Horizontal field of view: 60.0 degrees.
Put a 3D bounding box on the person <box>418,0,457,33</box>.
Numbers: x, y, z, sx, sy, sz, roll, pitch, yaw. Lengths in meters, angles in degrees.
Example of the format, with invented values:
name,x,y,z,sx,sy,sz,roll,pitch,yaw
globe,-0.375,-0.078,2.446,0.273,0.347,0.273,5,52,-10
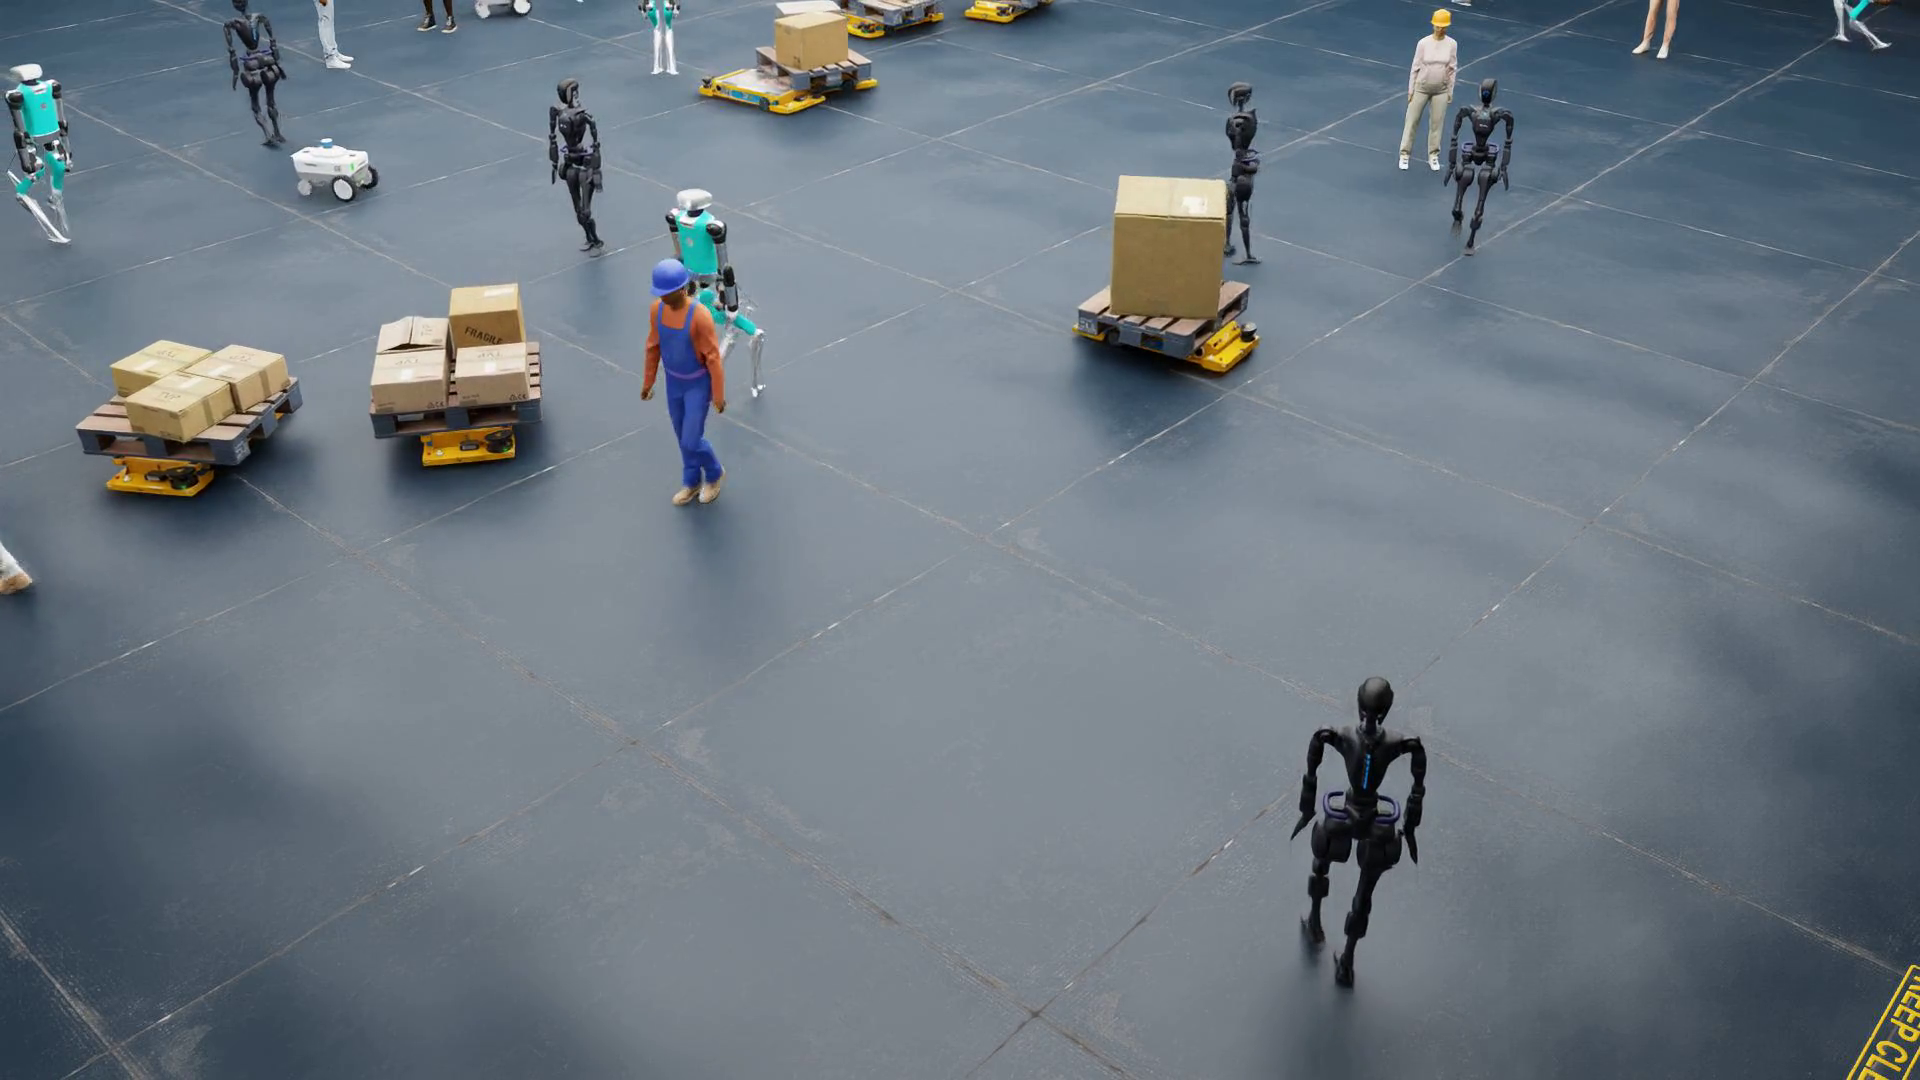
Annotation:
name,x,y,z,sx,sy,sz,roll,pitch,yaw
person,-7.057,-7.702,21.970,0.614,1.953,0.387,8,33,13

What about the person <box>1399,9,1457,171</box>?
name,x,y,z,sx,sy,sz,roll,pitch,yaw
person,4.917,-4.693,17.367,0.462,1.689,0.339,3,32,5

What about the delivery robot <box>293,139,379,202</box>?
name,x,y,z,sx,sy,sz,roll,pitch,yaw
delivery robot,-6.392,-3.793,16.988,0.774,0.592,0.499,7,33,11

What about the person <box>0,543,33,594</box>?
name,x,y,z,sx,sy,sz,roll,pitch,yaw
person,-6.391,-0.362,10.289,0.775,1.818,0.668,5,32,8

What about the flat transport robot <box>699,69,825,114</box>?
name,x,y,z,sx,sy,sz,roll,pitch,yaw
flat transport robot,-2.355,-5.339,19.751,1.431,0.231,0.659,21,38,30

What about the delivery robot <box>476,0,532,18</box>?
name,x,y,z,sx,sy,sz,roll,pitch,yaw
delivery robot,-6.340,-7.555,23.057,0.801,0.604,0.499,-11,33,-17

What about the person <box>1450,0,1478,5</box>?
name,x,y,z,sx,sy,sz,roll,pitch,yaw
person,7.195,-8.384,23.191,0.561,1.798,0.453,-23,38,-32

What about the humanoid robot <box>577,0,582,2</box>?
name,x,y,z,sx,sy,sz,roll,pitch,yaw
humanoid robot,-5.541,-8.644,23.728,0.556,1.773,0.973,-14,34,-21

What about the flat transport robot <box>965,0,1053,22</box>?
name,x,y,z,sx,sy,sz,roll,pitch,yaw
flat transport robot,0.702,-7.524,23.270,0.659,0.231,1.431,17,36,26

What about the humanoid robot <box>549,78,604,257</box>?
name,x,y,z,sx,sy,sz,roll,pitch,yaw
humanoid robot,-3.538,-3.450,15.376,0.589,1.644,0.431,14,34,21

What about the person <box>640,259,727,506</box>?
name,x,y,z,sx,sy,sz,roll,pitch,yaw
person,-1.879,-1.051,11.316,0.604,1.883,0.456,20,37,28

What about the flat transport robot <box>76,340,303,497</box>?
name,x,y,z,sx,sy,sz,roll,pitch,yaw
flat transport robot,-5.648,-0.759,12.377,0.659,0.231,1.431,5,32,7

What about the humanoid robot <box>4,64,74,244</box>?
name,x,y,z,sx,sy,sz,roll,pitch,yaw
humanoid robot,-8.627,-3.515,15.535,0.727,1.897,0.540,14,35,22

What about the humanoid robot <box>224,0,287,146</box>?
name,x,y,z,sx,sy,sz,roll,pitch,yaw
humanoid robot,-7.680,-5.136,18.106,0.503,1.656,0.609,23,39,33

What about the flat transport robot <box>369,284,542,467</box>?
name,x,y,z,sx,sy,sz,roll,pitch,yaw
flat transport robot,-3.800,-0.990,12.748,0.659,0.231,1.431,-6,32,-10

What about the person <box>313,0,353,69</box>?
name,x,y,z,sx,sy,sz,roll,pitch,yaw
person,-7.909,-6.841,20.609,0.392,1.919,0.592,-6,32,-9

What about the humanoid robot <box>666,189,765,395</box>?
name,x,y,z,sx,sy,sz,roll,pitch,yaw
humanoid robot,-1.804,-1.915,12.873,0.530,1.794,0.795,19,37,28

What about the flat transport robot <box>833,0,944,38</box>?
name,x,y,z,sx,sy,sz,roll,pitch,yaw
flat transport robot,-0.963,-7.074,22.545,0.659,0.231,1.431,27,41,36

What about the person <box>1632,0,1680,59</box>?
name,x,y,z,sx,sy,sz,roll,pitch,yaw
person,8.942,-7.048,20.982,0.527,1.872,0.360,26,40,35

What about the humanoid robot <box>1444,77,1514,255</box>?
name,x,y,z,sx,sy,sz,roll,pitch,yaw
humanoid robot,4.831,-3.502,15.468,0.583,1.646,0.471,9,33,15

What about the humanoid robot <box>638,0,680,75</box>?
name,x,y,z,sx,sy,sz,roll,pitch,yaw
humanoid robot,-3.668,-6.590,20.354,0.537,1.746,0.741,-3,32,-5

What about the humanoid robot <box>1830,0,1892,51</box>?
name,x,y,z,sx,sy,sz,roll,pitch,yaw
humanoid robot,11.580,-7.114,21.212,1.009,1.737,0.553,25,40,35

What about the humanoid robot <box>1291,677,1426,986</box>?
name,x,y,z,sx,sy,sz,roll,pitch,yaw
humanoid robot,1.847,1.310,7.711,0.585,1.644,0.473,6,32,9

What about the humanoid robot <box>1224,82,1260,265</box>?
name,x,y,z,sx,sy,sz,roll,pitch,yaw
humanoid robot,2.603,-3.367,15.259,0.428,1.642,0.591,7,33,11

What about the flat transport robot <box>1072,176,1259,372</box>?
name,x,y,z,sx,sy,sz,roll,pitch,yaw
flat transport robot,1.719,-1.759,13.987,1.431,0.231,0.659,19,36,27

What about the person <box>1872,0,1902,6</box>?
name,x,y,z,sx,sy,sz,roll,pitch,yaw
person,13.116,-8.363,23.085,0.644,1.895,0.555,-24,39,-34

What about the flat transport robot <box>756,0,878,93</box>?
name,x,y,z,sx,sy,sz,roll,pitch,yaw
flat transport robot,-1.786,-5.552,20.094,1.431,0.231,0.659,-16,35,-24
